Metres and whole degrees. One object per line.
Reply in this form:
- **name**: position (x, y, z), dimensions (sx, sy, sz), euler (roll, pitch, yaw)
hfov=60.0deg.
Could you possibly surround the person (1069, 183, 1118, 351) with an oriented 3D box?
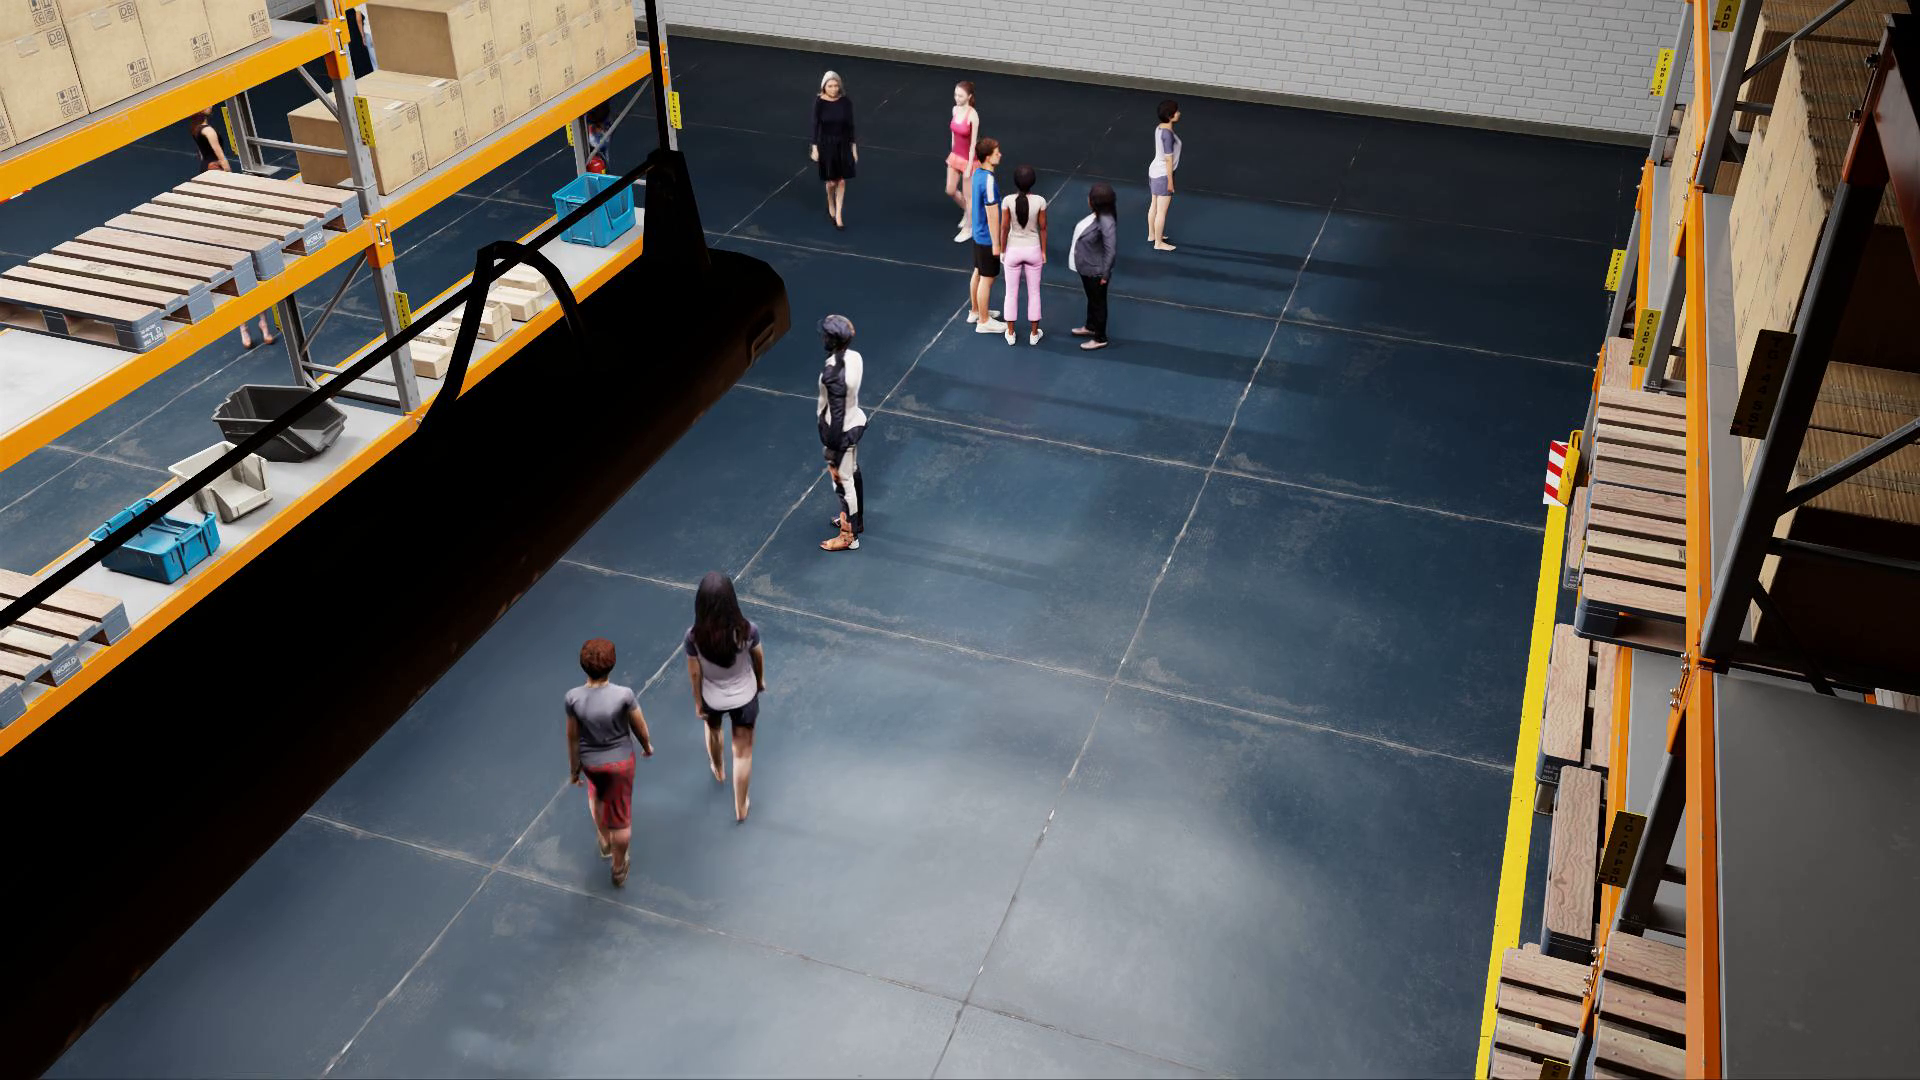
- **person**: position (1.264, -2.537, 15.310), dimensions (0.846, 1.596, 0.749), euler (-4, 34, -7)

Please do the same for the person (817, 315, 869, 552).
- **person**: position (-0.877, -0.805, 12.436), dimensions (0.774, 1.893, 0.581), euler (6, 34, 8)

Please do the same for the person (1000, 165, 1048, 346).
- **person**: position (0.580, -2.629, 15.318), dimensions (0.642, 1.741, 0.607), euler (1, 34, 2)

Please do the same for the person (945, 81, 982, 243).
- **person**: position (0.114, -3.967, 17.338), dimensions (0.808, 1.733, 0.722), euler (-26, 41, -33)

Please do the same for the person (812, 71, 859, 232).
- **person**: position (-1.350, -4.137, 17.590), dimensions (0.791, 1.737, 0.852), euler (-14, 36, -20)

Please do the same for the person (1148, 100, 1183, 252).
- **person**: position (2.110, -3.804, 17.244), dimensions (0.706, 1.565, 0.606), euler (-5, 34, -8)

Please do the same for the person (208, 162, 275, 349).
- **person**: position (-6.614, -2.595, 15.219), dimensions (0.615, 1.793, 0.696), euler (-20, 38, -27)

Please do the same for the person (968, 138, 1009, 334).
- **person**: position (0.236, -2.864, 15.558), dimensions (0.810, 1.866, 0.712), euler (-7, 34, -11)

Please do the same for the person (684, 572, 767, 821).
- **person**: position (-1.383, 0.983, 9.933), dimensions (0.795, 1.686, 0.919), euler (-3, 34, -4)

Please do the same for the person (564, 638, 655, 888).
- **person**: position (-2.009, 1.329, 9.459), dimensions (0.725, 1.635, 0.809), euler (-1, 34, -2)
